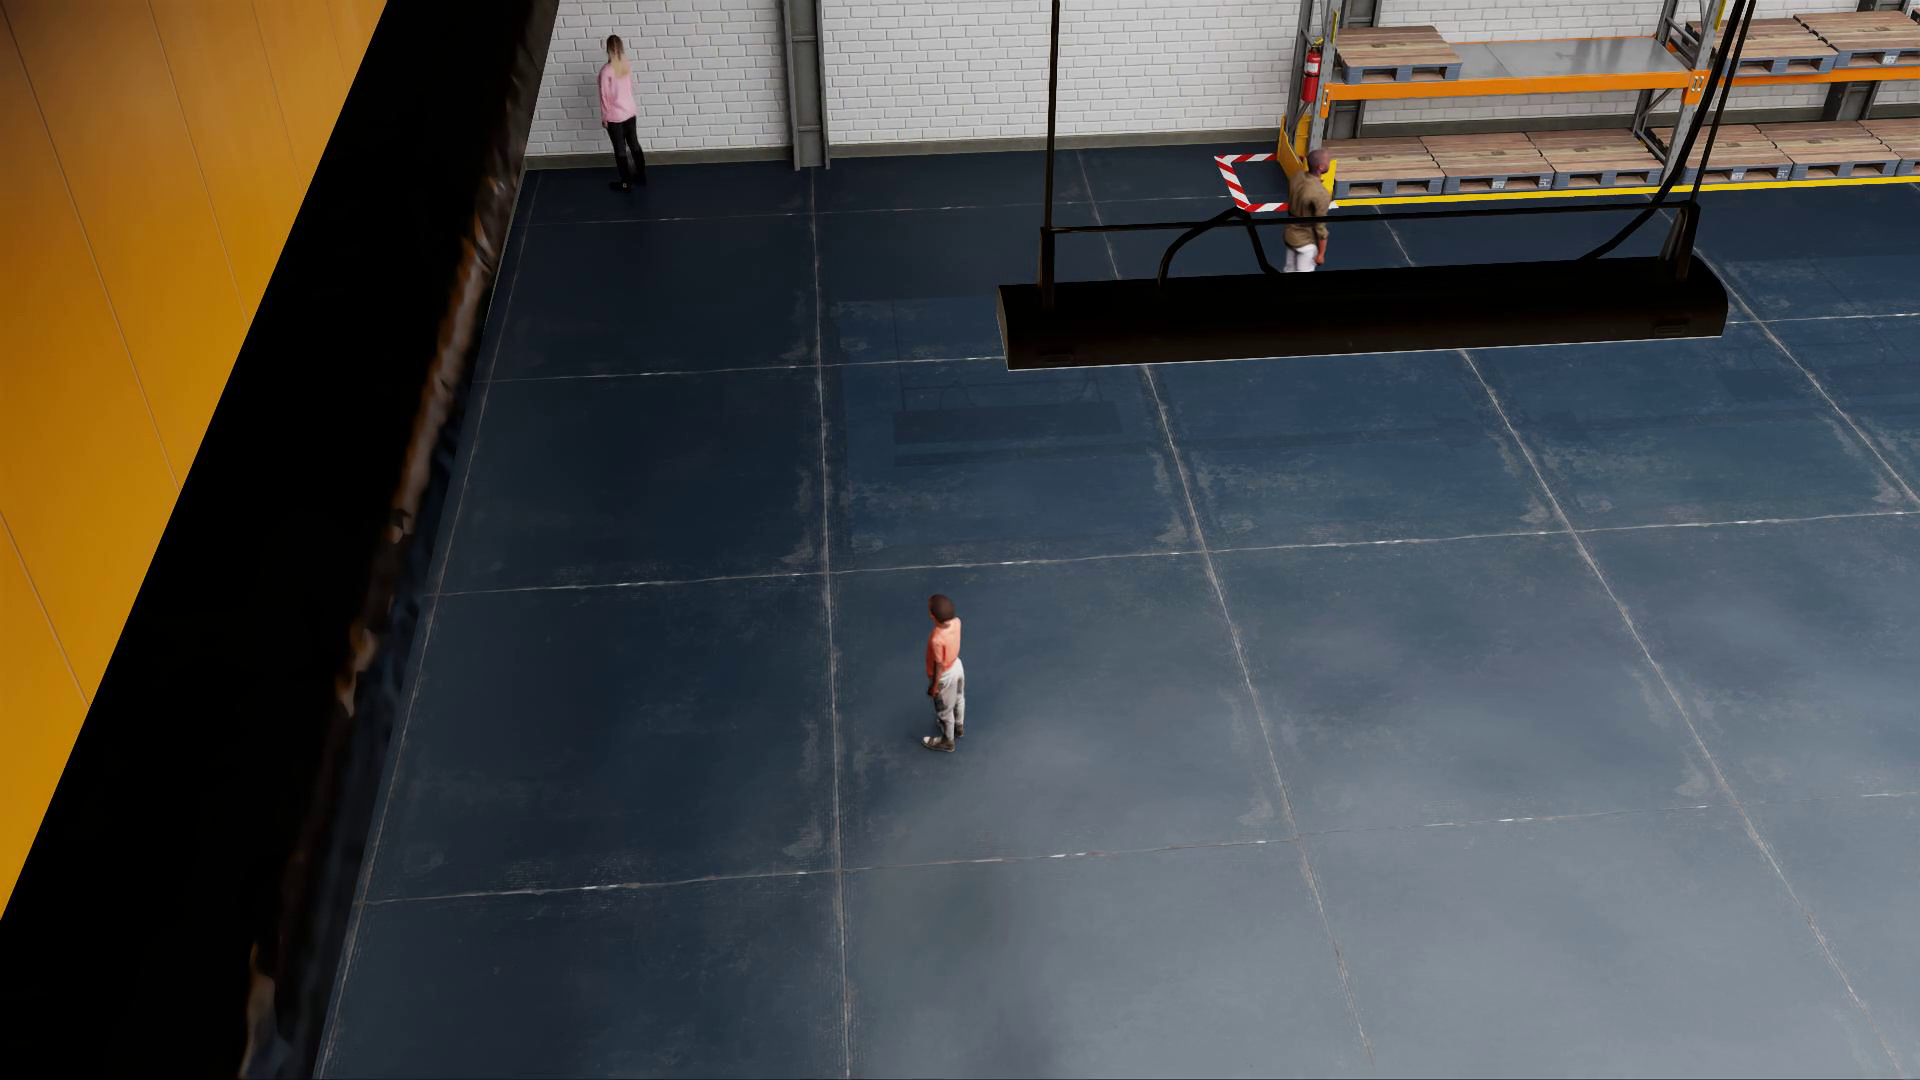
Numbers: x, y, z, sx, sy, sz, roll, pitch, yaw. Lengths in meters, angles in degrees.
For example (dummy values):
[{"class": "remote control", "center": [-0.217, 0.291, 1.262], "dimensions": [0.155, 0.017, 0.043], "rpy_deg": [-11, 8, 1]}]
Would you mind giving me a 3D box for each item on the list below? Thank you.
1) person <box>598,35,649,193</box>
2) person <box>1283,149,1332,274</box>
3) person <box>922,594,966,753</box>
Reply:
[{"class": "person", "center": [-3.594, -4.517, 17.626], "dimensions": [0.758, 1.686, 0.711], "rpy_deg": [17, 42, 21]}, {"class": "person", "center": [3.155, -2.752, 15.310], "dimensions": [0.702, 1.818, 0.785], "rpy_deg": [-15, 41, -18]}, {"class": "person", "center": [-0.088, 0.881, 11.169], "dimensions": [0.601, 1.309, 0.560], "rpy_deg": [19, 42, 22]}]
